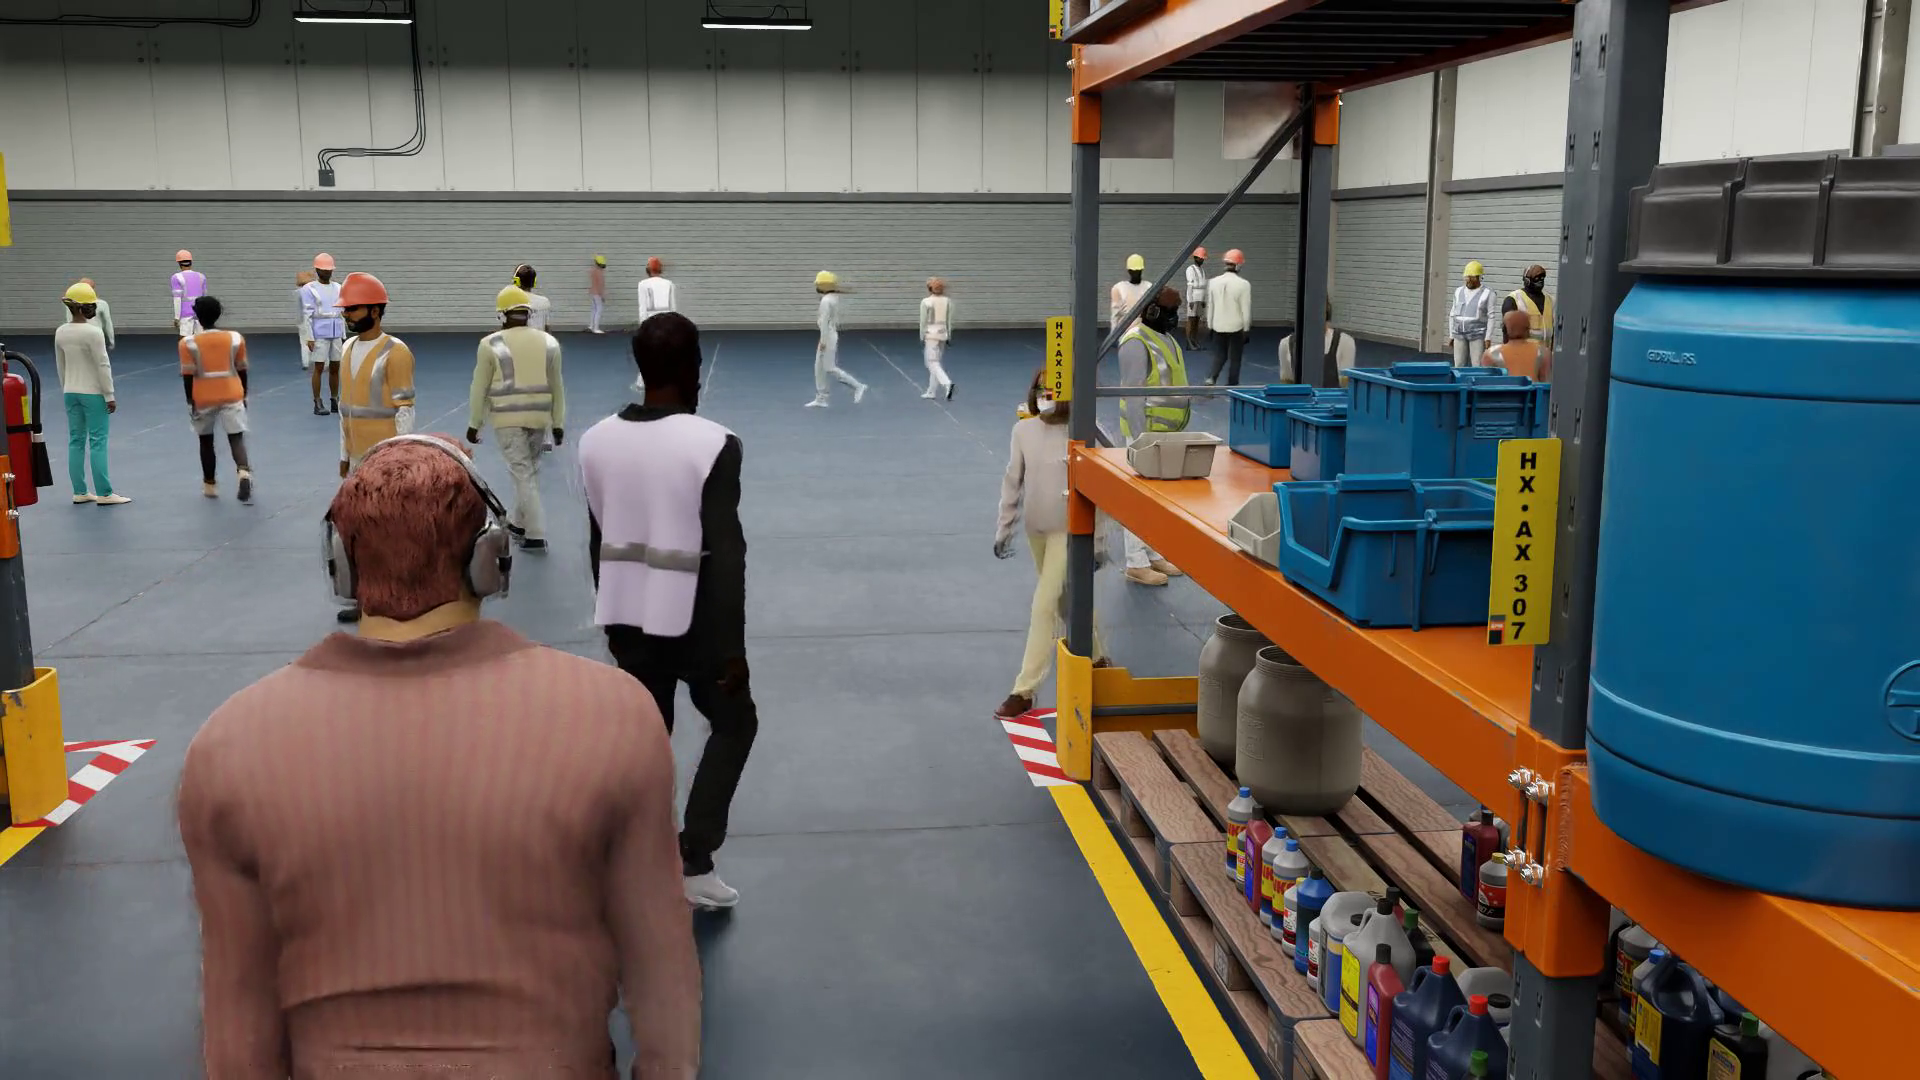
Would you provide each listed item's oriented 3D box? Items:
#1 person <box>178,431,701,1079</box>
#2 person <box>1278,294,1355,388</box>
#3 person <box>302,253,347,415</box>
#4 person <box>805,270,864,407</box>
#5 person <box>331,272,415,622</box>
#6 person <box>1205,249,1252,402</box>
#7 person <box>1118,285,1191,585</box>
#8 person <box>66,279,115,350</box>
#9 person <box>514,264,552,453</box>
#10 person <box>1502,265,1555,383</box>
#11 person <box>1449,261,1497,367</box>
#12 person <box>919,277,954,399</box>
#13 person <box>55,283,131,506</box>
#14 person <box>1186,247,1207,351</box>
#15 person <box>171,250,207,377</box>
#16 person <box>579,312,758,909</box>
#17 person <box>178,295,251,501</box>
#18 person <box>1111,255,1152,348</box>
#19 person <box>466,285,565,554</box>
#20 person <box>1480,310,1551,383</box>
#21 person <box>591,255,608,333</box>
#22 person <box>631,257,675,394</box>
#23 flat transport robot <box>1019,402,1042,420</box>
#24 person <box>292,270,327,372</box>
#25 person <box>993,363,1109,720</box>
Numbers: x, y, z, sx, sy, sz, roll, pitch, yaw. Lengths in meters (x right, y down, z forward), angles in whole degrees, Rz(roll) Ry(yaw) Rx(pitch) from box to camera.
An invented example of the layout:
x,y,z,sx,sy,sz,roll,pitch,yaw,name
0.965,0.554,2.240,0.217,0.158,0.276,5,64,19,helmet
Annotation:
x,y,z,sx,sy,sz,roll,pitch,yaw,name
-0.689,0.792,2.286,0.647,1.881,0.862,0,10,-1,person
2.348,-0.750,10.890,0.537,1.822,0.581,5,11,23,person
-7.599,-2.470,20.001,0.370,1.933,0.550,7,12,33,person
-1.587,-2.511,20.820,0.669,1.717,0.488,-1,10,-4,person
-3.222,-0.488,9.132,0.545,1.938,0.356,6,12,31,person
3.444,-2.738,21.358,0.634,1.973,0.572,8,13,39,person
1.213,-0.657,10.329,0.429,1.841,0.621,5,11,26,person
-11.303,-2.594,21.636,0.524,1.588,0.874,-4,11,-21,person
-4.231,-1.762,16.302,0.328,1.872,0.513,8,13,36,person
5.903,-1.916,17.226,0.626,1.844,0.429,-4,11,-22,person
6.390,-2.570,20.837,0.586,1.832,0.403,9,14,41,person
-0.287,-2.629,21.749,0.521,1.620,0.677,-9,14,-42,person
-6.940,-1.154,13.251,0.525,1.769,0.315,4,11,22,person
4.462,-4.525,31.285,0.374,1.929,0.542,7,12,33,person
-11.733,-3.442,25.338,0.376,1.934,0.546,7,12,33,person
-0.879,0.256,5.135,0.626,1.901,0.496,5,12,27,person
-5.980,-1.138,13.415,0.532,1.671,0.762,-6,12,-32,person
2.178,-2.591,20.735,0.603,1.899,0.660,-1,10,-6,person
-3.072,-0.830,11.376,0.606,1.789,0.871,-10,14,-44,person
4.094,-0.911,12.394,0.533,1.582,0.891,0,10,1,person
-7.946,-5.416,36.710,0.437,1.721,0.585,-2,10,-10,person
-4.152,-2.885,22.514,0.607,1.843,0.897,-9,14,-42,person
0.978,-1.390,18.648,0.652,0.197,1.431,1,10,3,flat transport robot
-10.277,-3.459,26.325,0.500,1.607,0.718,-8,13,-38,person
0.449,-0.029,7.568,0.510,1.594,0.853,10,14,42,person
